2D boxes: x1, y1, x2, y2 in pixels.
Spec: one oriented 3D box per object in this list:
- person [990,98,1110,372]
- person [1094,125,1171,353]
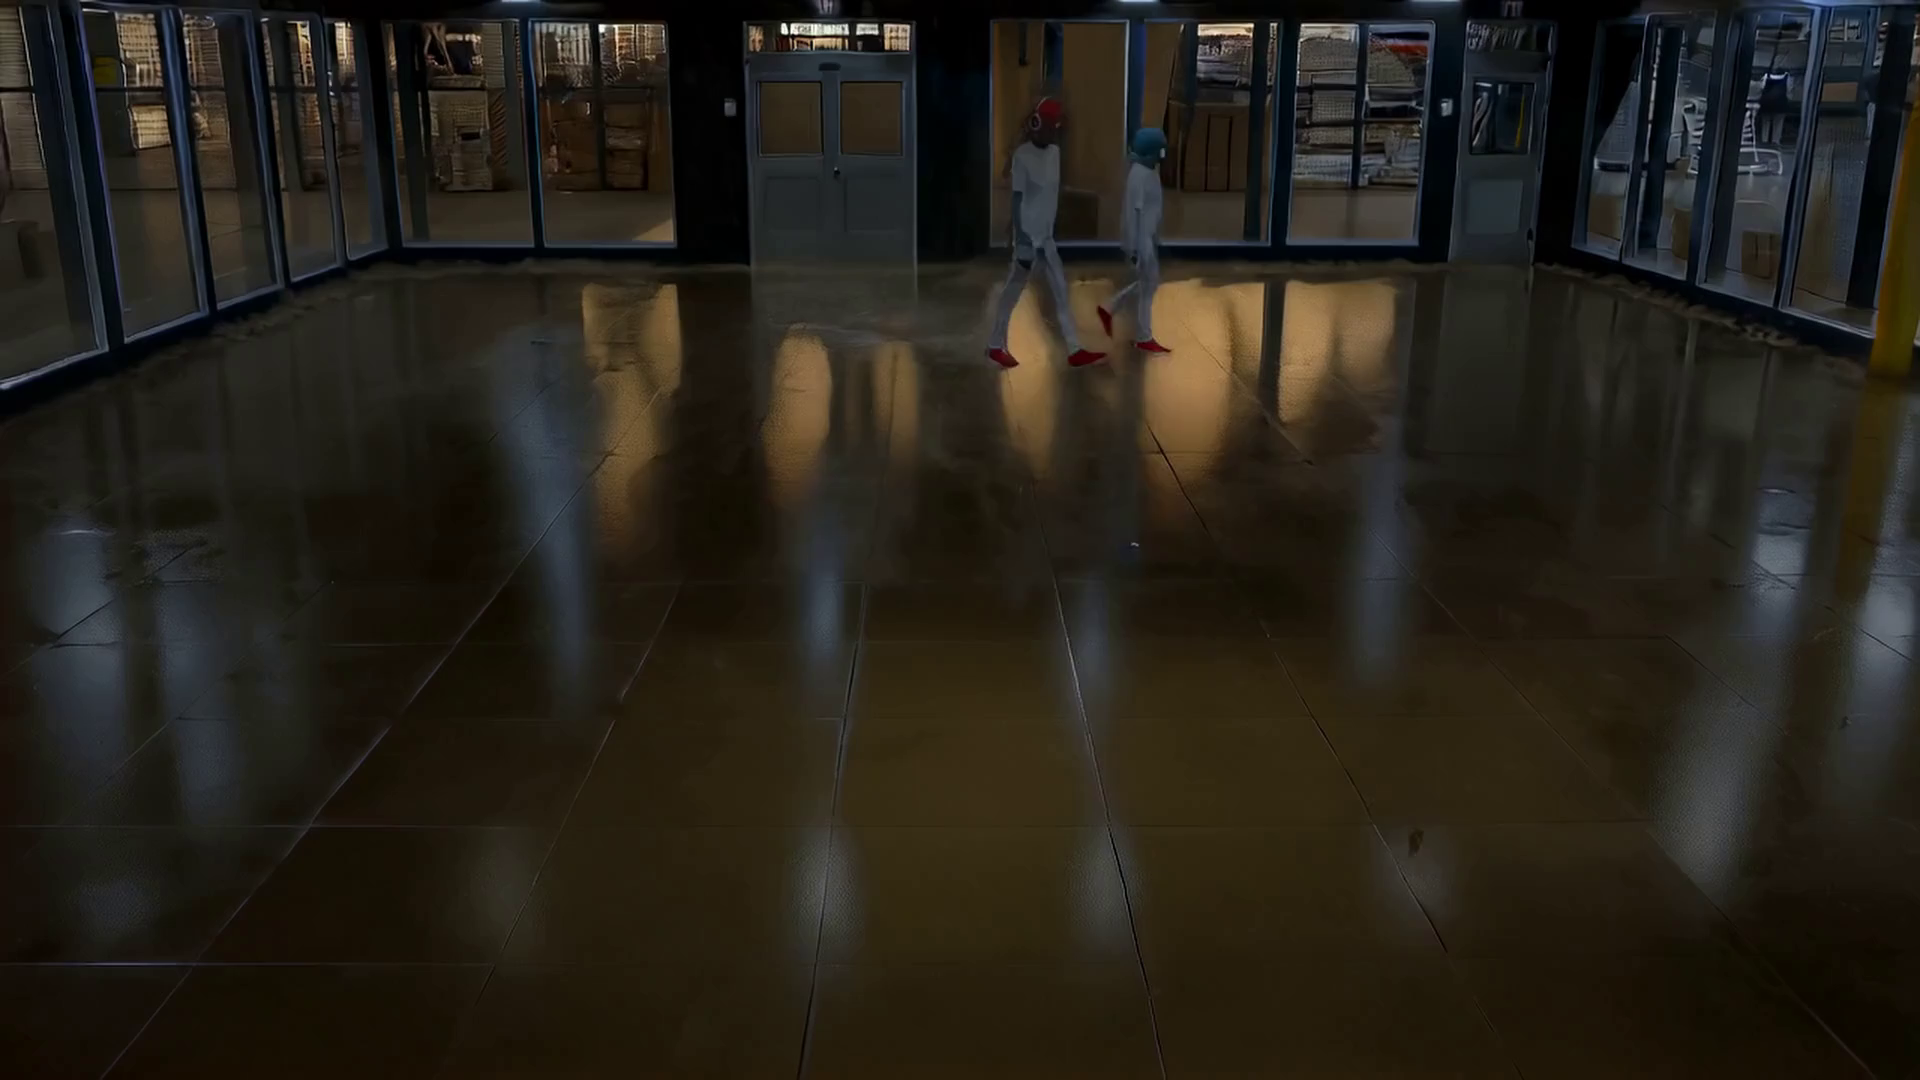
[{"bbox_3d":[0.557,-2.020,11.153,1.003,1.802,0.568,15,22,42],"label":"person"},{"bbox_3d":[1.256,-2.154,11.952,0.548,1.619,0.497,7,18,22],"label":"person"}]
